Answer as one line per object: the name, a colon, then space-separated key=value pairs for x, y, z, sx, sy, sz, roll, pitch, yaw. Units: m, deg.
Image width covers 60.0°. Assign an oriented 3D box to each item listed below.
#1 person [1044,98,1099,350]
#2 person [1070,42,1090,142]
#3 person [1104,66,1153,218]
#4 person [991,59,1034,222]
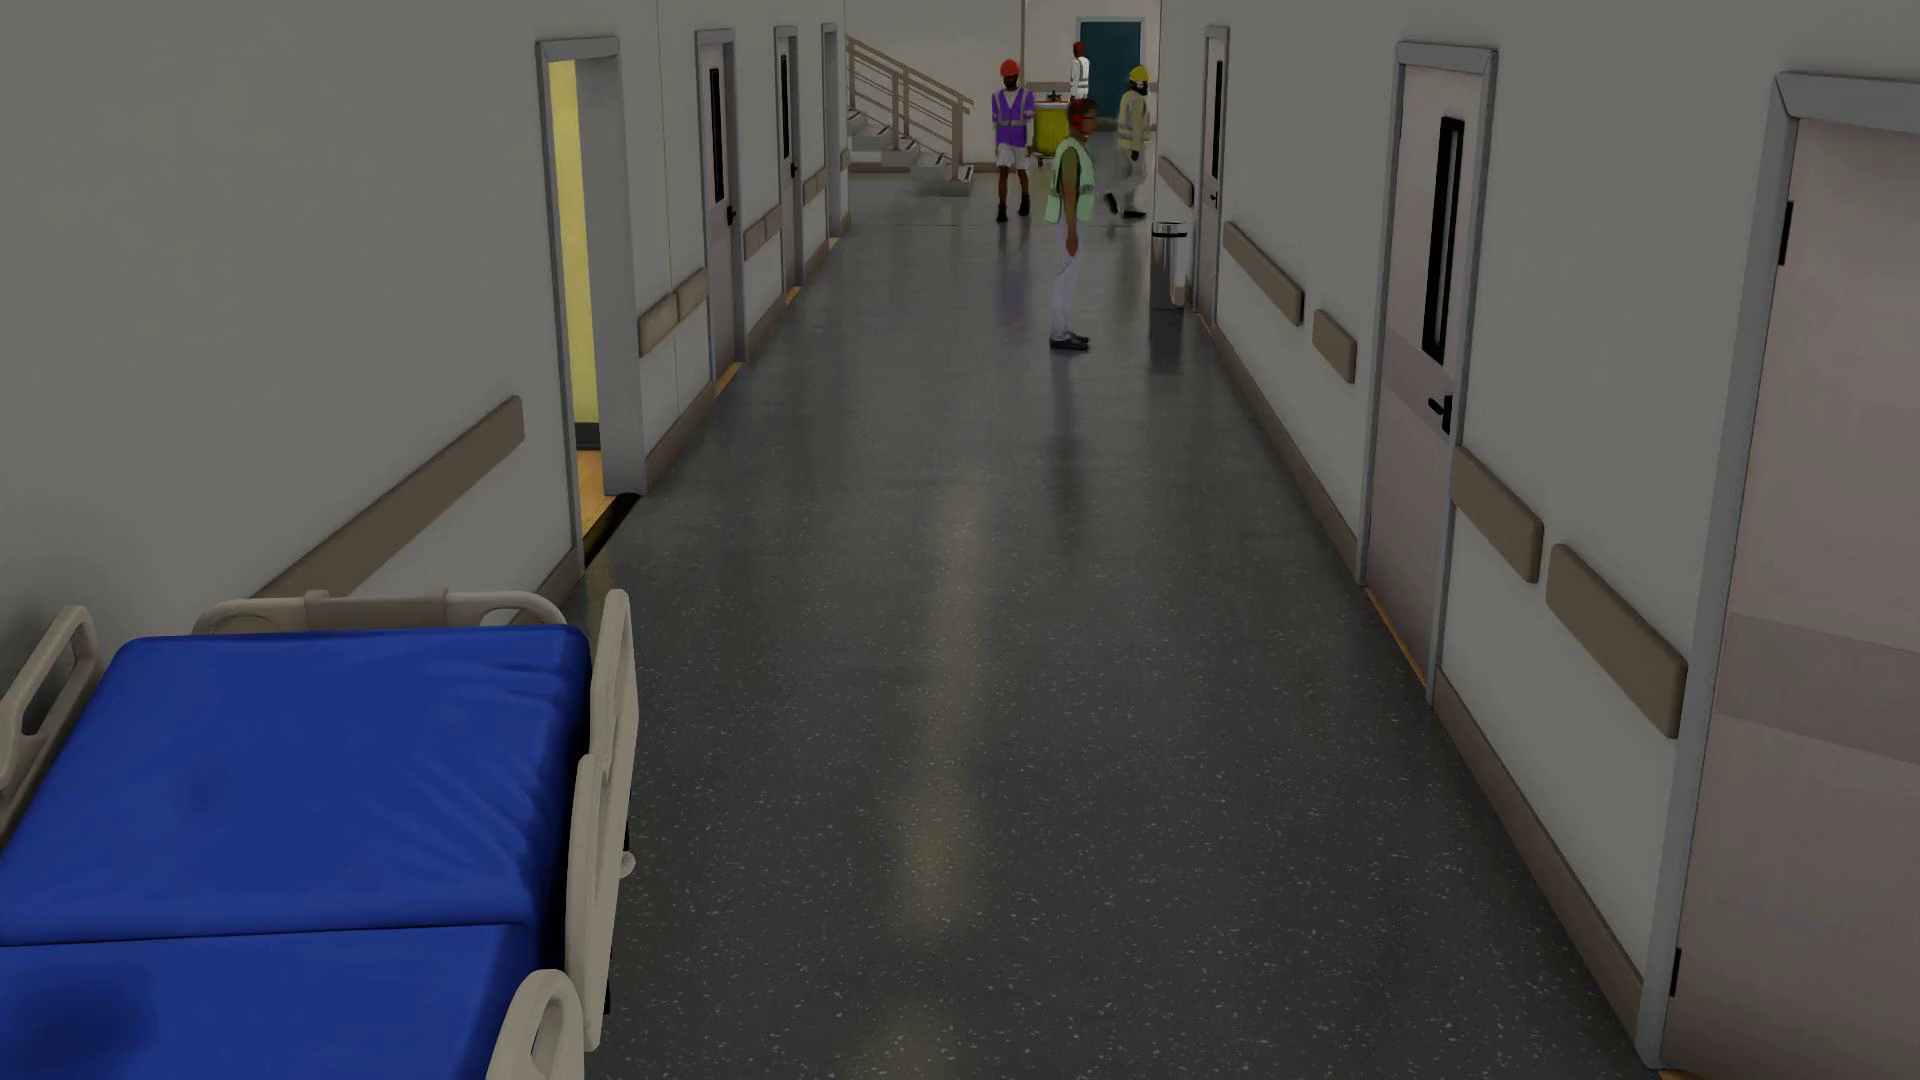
person: x=0.829 y=-2.345 z=12.410 sx=0.398 sy=1.835 sz=0.593 roll=2 pitch=18 yaw=7
person: x=2.291 y=-8.587 z=31.938 sx=0.337 sy=1.880 sz=0.585 roll=10 pitch=20 yaw=29
person: x=2.044 y=-4.786 z=20.091 sx=0.557 sy=1.819 sz=0.608 roll=-4 pitch=18 yaw=-13
person: x=0.647 y=-4.853 z=20.172 sx=0.542 sy=1.906 sz=0.948 roll=4 pitch=18 yaw=12
